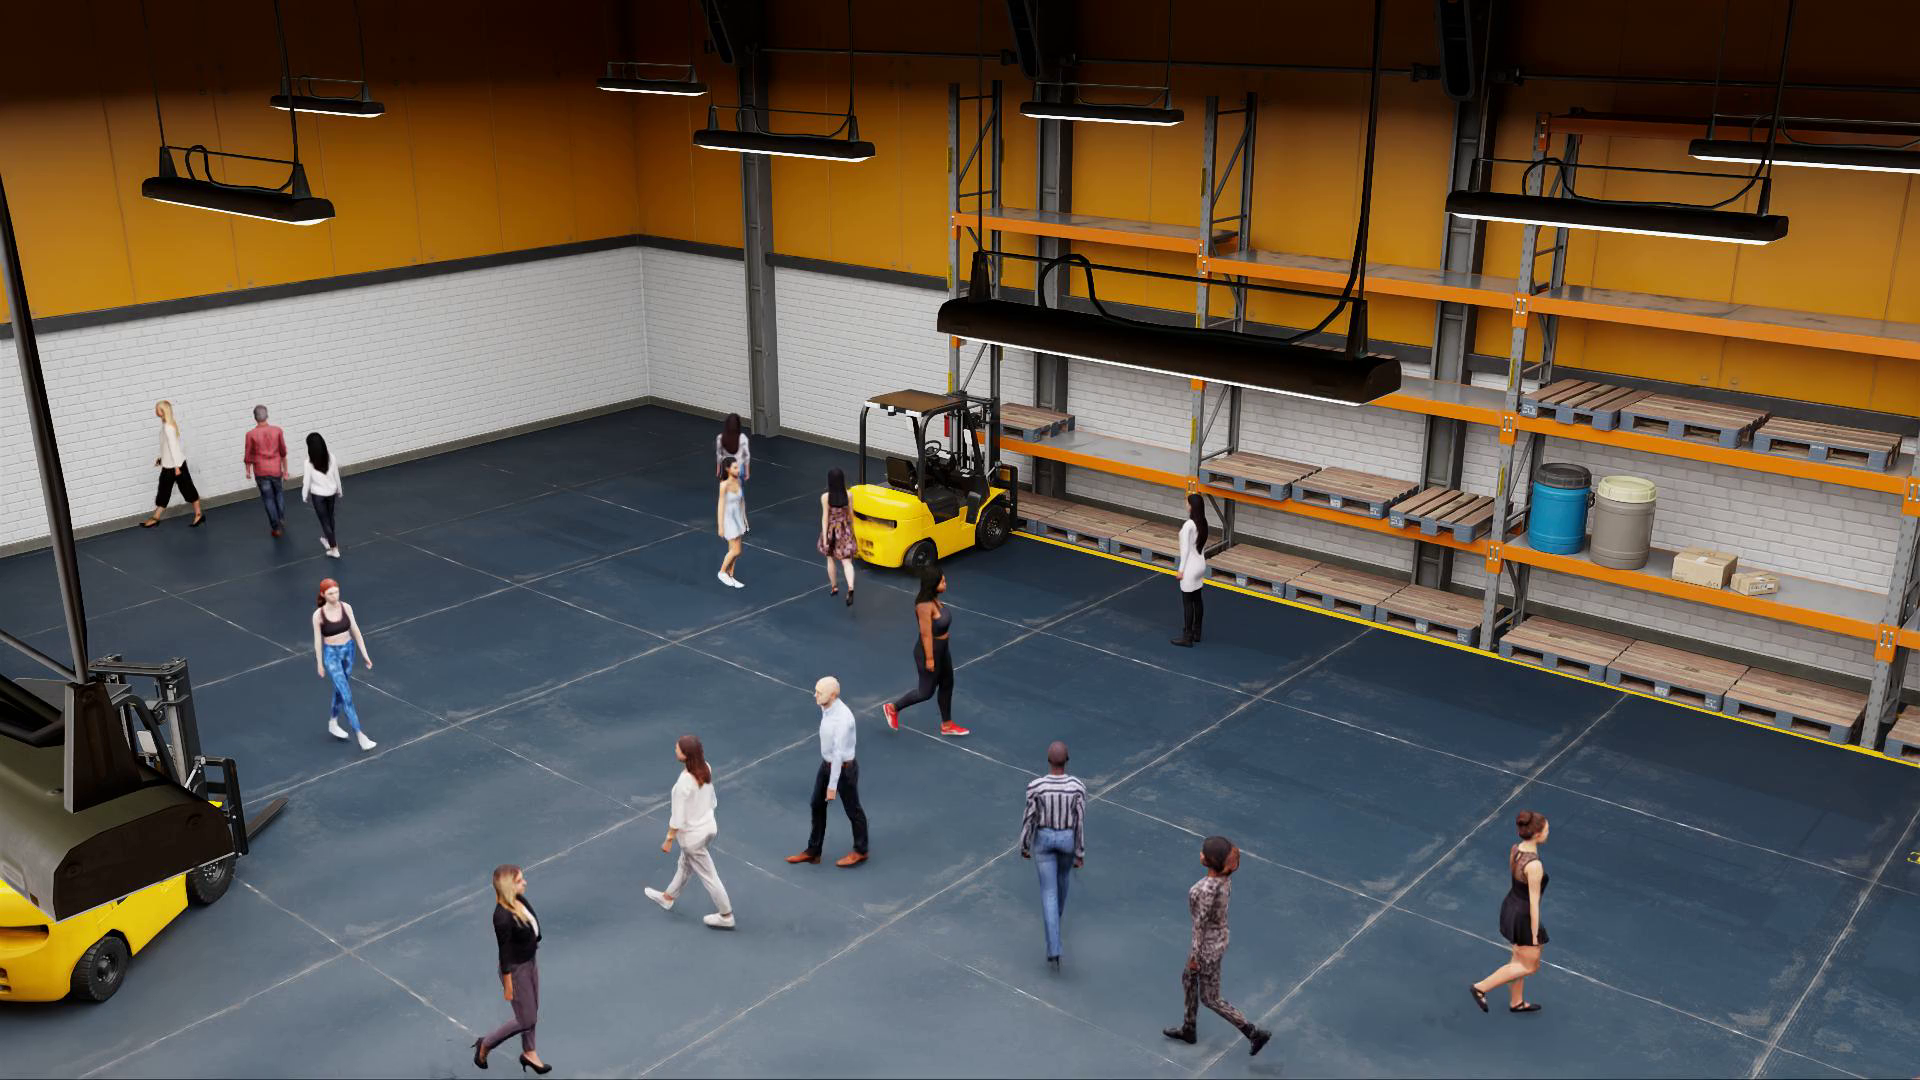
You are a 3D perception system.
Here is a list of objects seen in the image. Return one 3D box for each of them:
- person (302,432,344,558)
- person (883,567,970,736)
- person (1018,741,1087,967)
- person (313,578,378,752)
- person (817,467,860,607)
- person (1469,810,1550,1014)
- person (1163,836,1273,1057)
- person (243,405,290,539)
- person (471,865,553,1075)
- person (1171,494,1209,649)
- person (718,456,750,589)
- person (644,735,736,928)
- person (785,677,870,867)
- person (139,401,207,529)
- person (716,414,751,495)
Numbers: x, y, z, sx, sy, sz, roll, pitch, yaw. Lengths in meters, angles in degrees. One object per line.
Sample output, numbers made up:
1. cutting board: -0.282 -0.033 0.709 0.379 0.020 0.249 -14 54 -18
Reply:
1. person: -8.358 -0.580 21.939 0.849 1.685 0.647 15 24 37
2. person: -0.365 1.138 16.667 1.205 1.793 0.989 4 19 11
3. person: 0.737 2.450 12.852 1.133 1.741 1.228 -2 19 -7
4. person: -6.202 1.216 16.522 1.142 1.738 0.588 14 23 36
5. person: -1.439 0.003 20.118 0.985 1.743 1.211 -7 20 -20
6. person: 4.026 2.748 12.091 0.919 1.663 0.848 -1 19 -2
7. person: 1.824 2.883 11.645 1.085 1.692 0.724 10 21 27
8. person: -9.437 -0.916 22.747 0.771 1.806 0.984 -16 24 -39
9. person: -3.113 2.980 11.409 0.895 1.659 0.833 -2 19 -5
10. person: 2.664 0.335 19.026 0.520 1.809 0.600 14 23 37
11. person: -2.947 -0.231 20.848 0.717 1.718 0.678 6 20 18
12. person: -2.029 2.358 13.270 1.140 1.649 0.900 5 19 15
13. person: -0.952 1.984 14.204 0.938 1.761 0.986 -10 21 -28
14. person: -10.793 -1.022 23.030 1.041 1.826 1.092 -6 20 -17
15. person: -3.141 -0.927 23.074 0.799 1.618 0.857 -3 19 -8
